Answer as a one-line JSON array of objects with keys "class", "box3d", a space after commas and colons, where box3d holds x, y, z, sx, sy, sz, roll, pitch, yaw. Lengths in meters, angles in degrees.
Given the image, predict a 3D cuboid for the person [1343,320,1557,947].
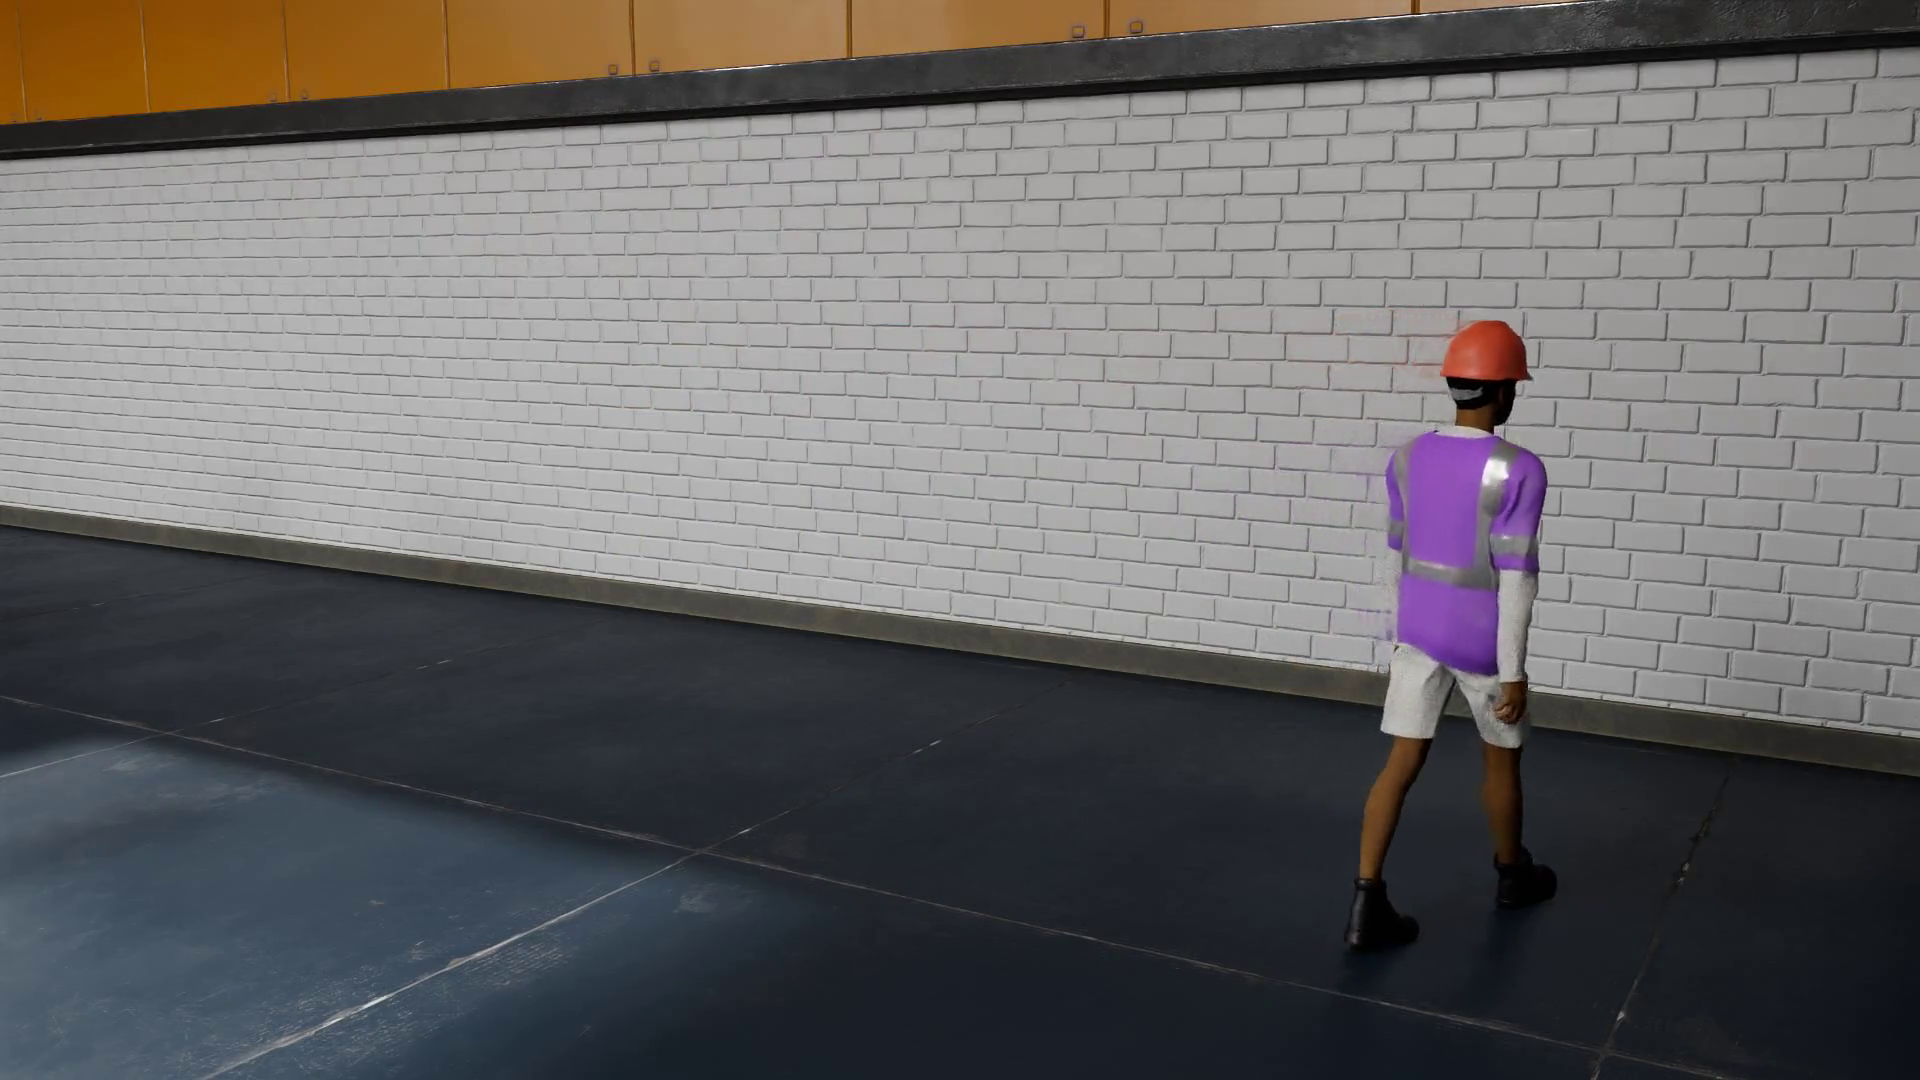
[{"class": "person", "box3d": [1.518, 0.281, 5.061, 0.977, 1.890, 0.558, -8, 12, -39]}]
